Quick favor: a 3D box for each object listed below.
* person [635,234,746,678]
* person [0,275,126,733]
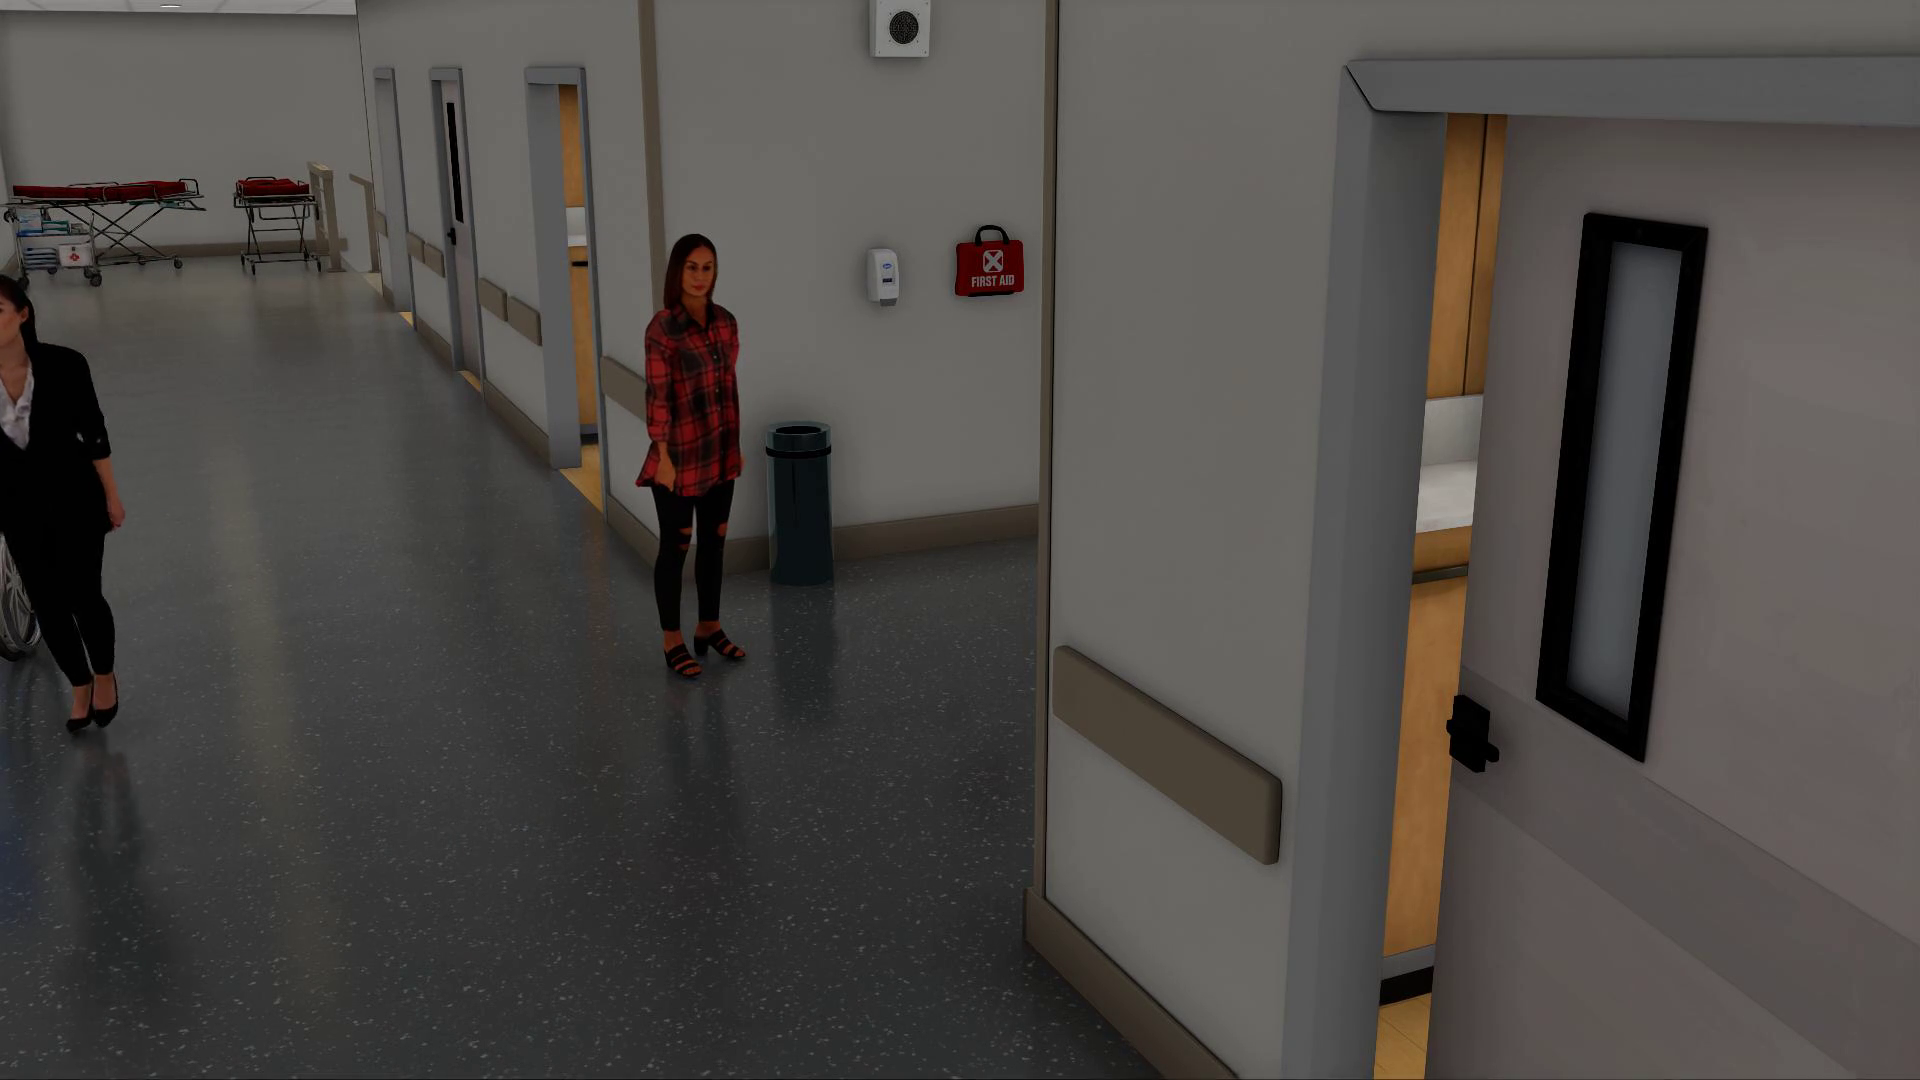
[{"bbox_3d":[-1.025,-0.329,6.454,0.702,1.699,0.696,12,19,36],"label":"person"},{"bbox_3d":[-3.144,-0.098,5.822,0.700,1.597,0.731,-2,16,-9],"label":"person"}]
